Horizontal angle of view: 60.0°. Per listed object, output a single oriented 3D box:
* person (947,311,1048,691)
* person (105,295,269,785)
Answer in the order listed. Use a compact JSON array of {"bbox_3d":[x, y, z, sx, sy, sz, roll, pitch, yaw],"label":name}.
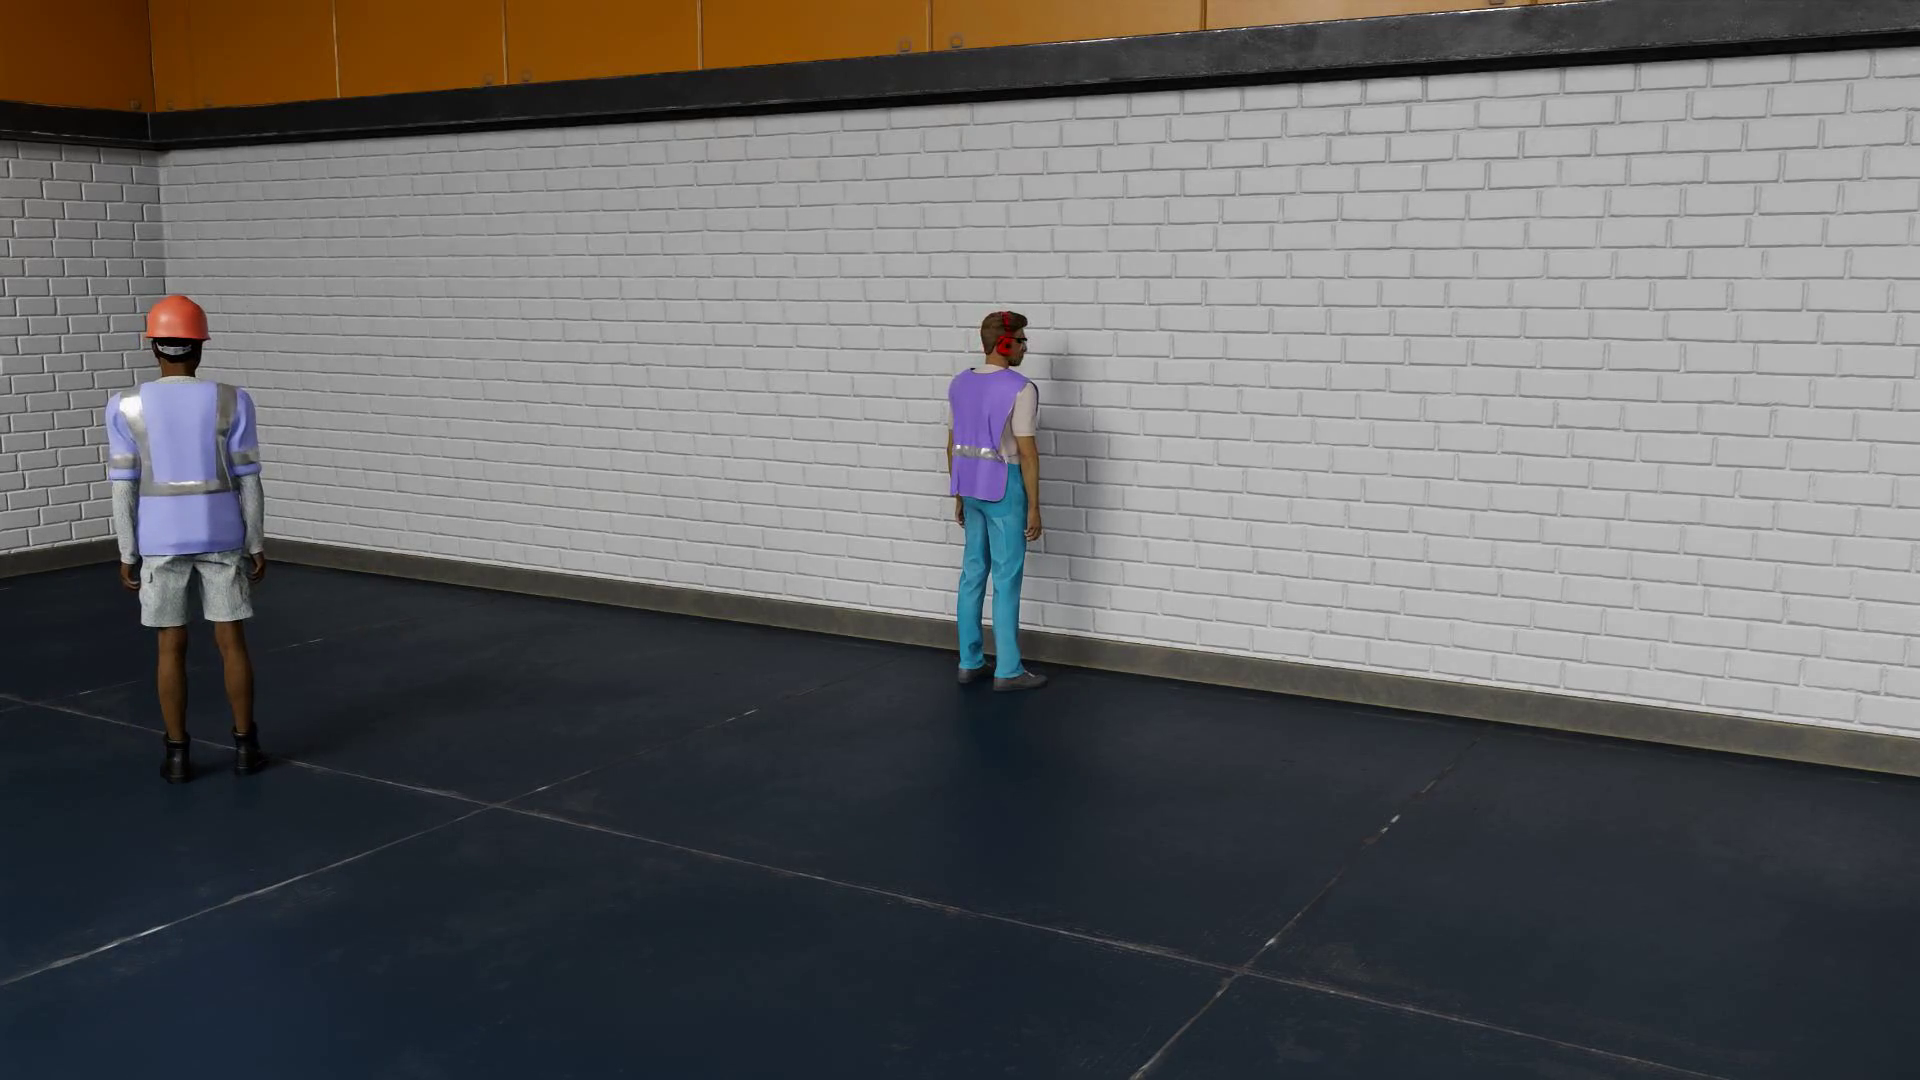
[{"bbox_3d":[0.159,-0.188,8.107,0.373,1.840,0.572,-8,12,-42],"label":"person"},{"bbox_3d":[-3.070,0.000,6.644,0.549,1.936,0.376,-4,10,-23],"label":"person"}]
